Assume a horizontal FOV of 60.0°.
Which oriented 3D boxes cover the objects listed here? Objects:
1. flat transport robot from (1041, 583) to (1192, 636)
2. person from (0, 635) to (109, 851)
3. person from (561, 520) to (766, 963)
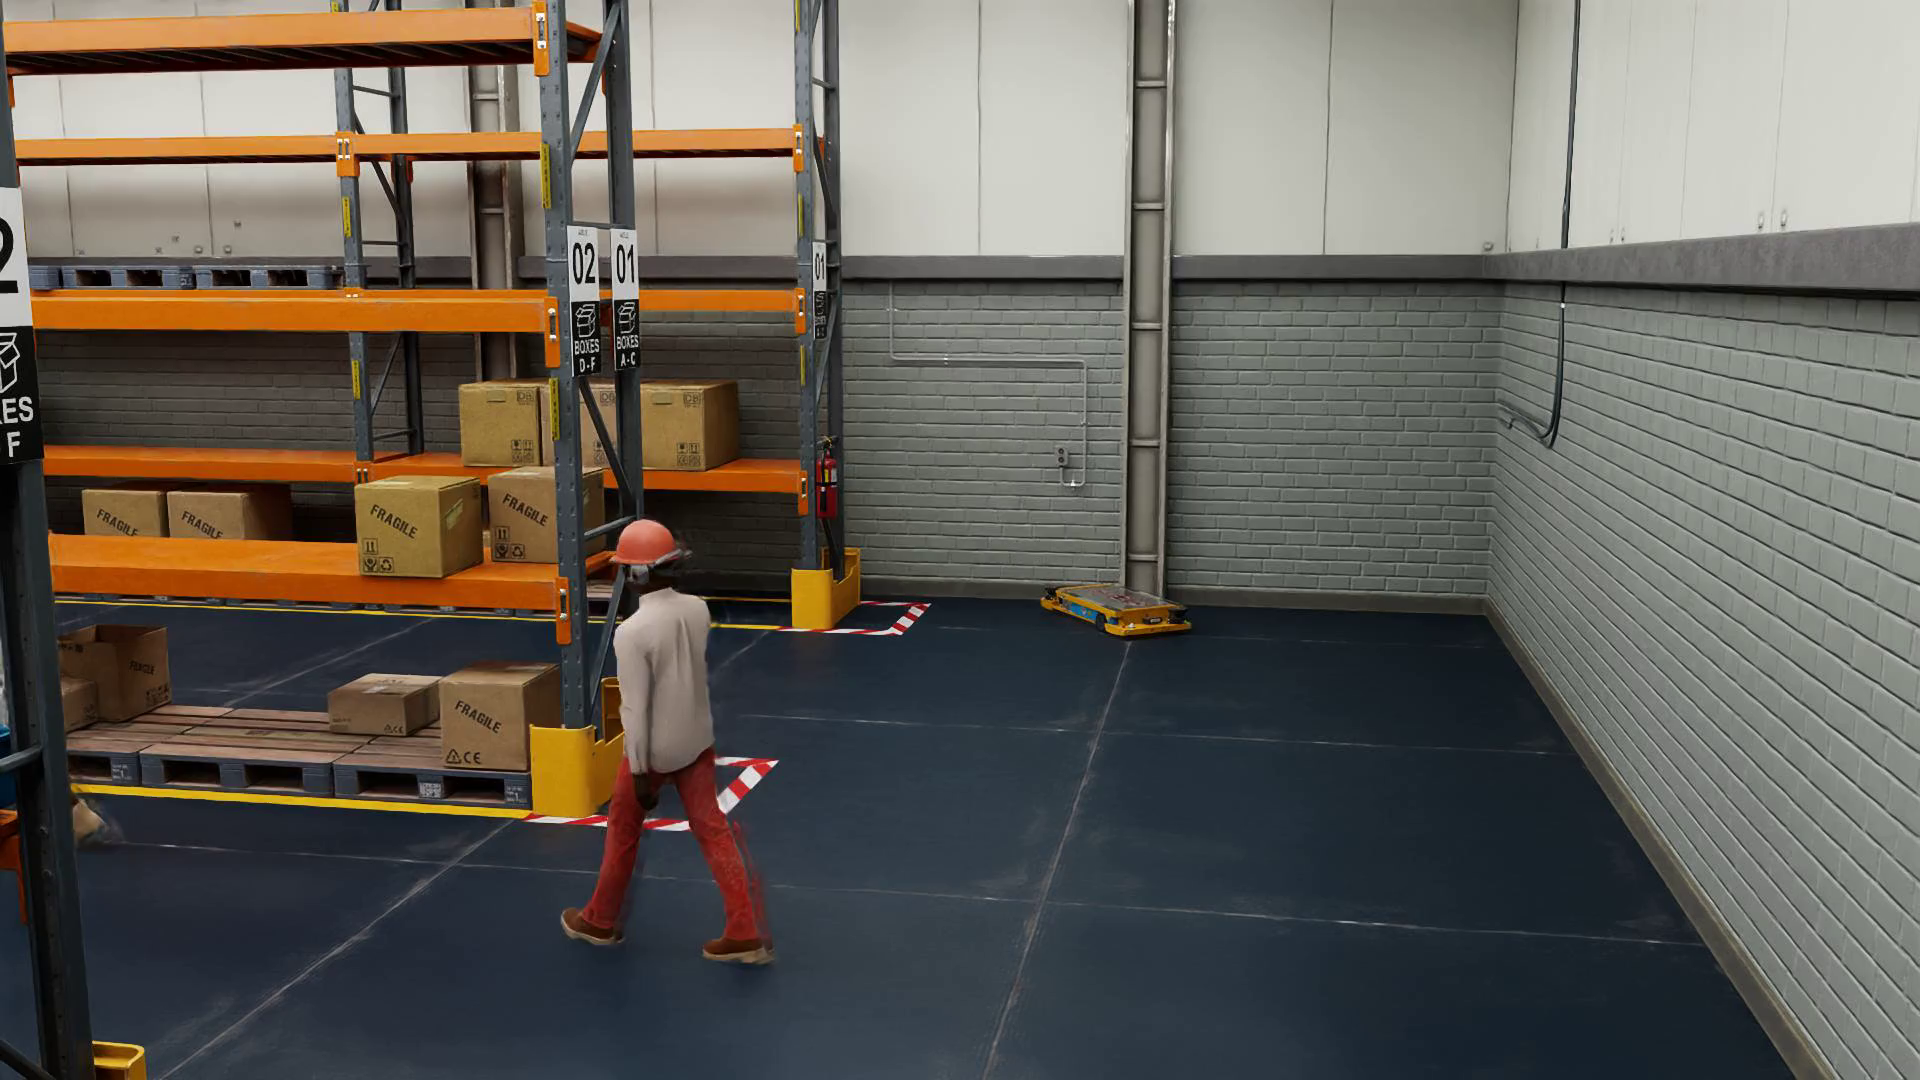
[{"bbox_3d":[1.313,0.572,14.208,0.652,0.197,1.431,-4,10,-25],"label":"flat transport robot"},{"bbox_3d":[-4.879,0.657,8.383,0.985,1.998,0.598,-3,10,-19],"label":"person"},{"bbox_3d":[-1.291,0.871,7.210,1.029,1.940,0.610,6,11,33],"label":"person"}]
